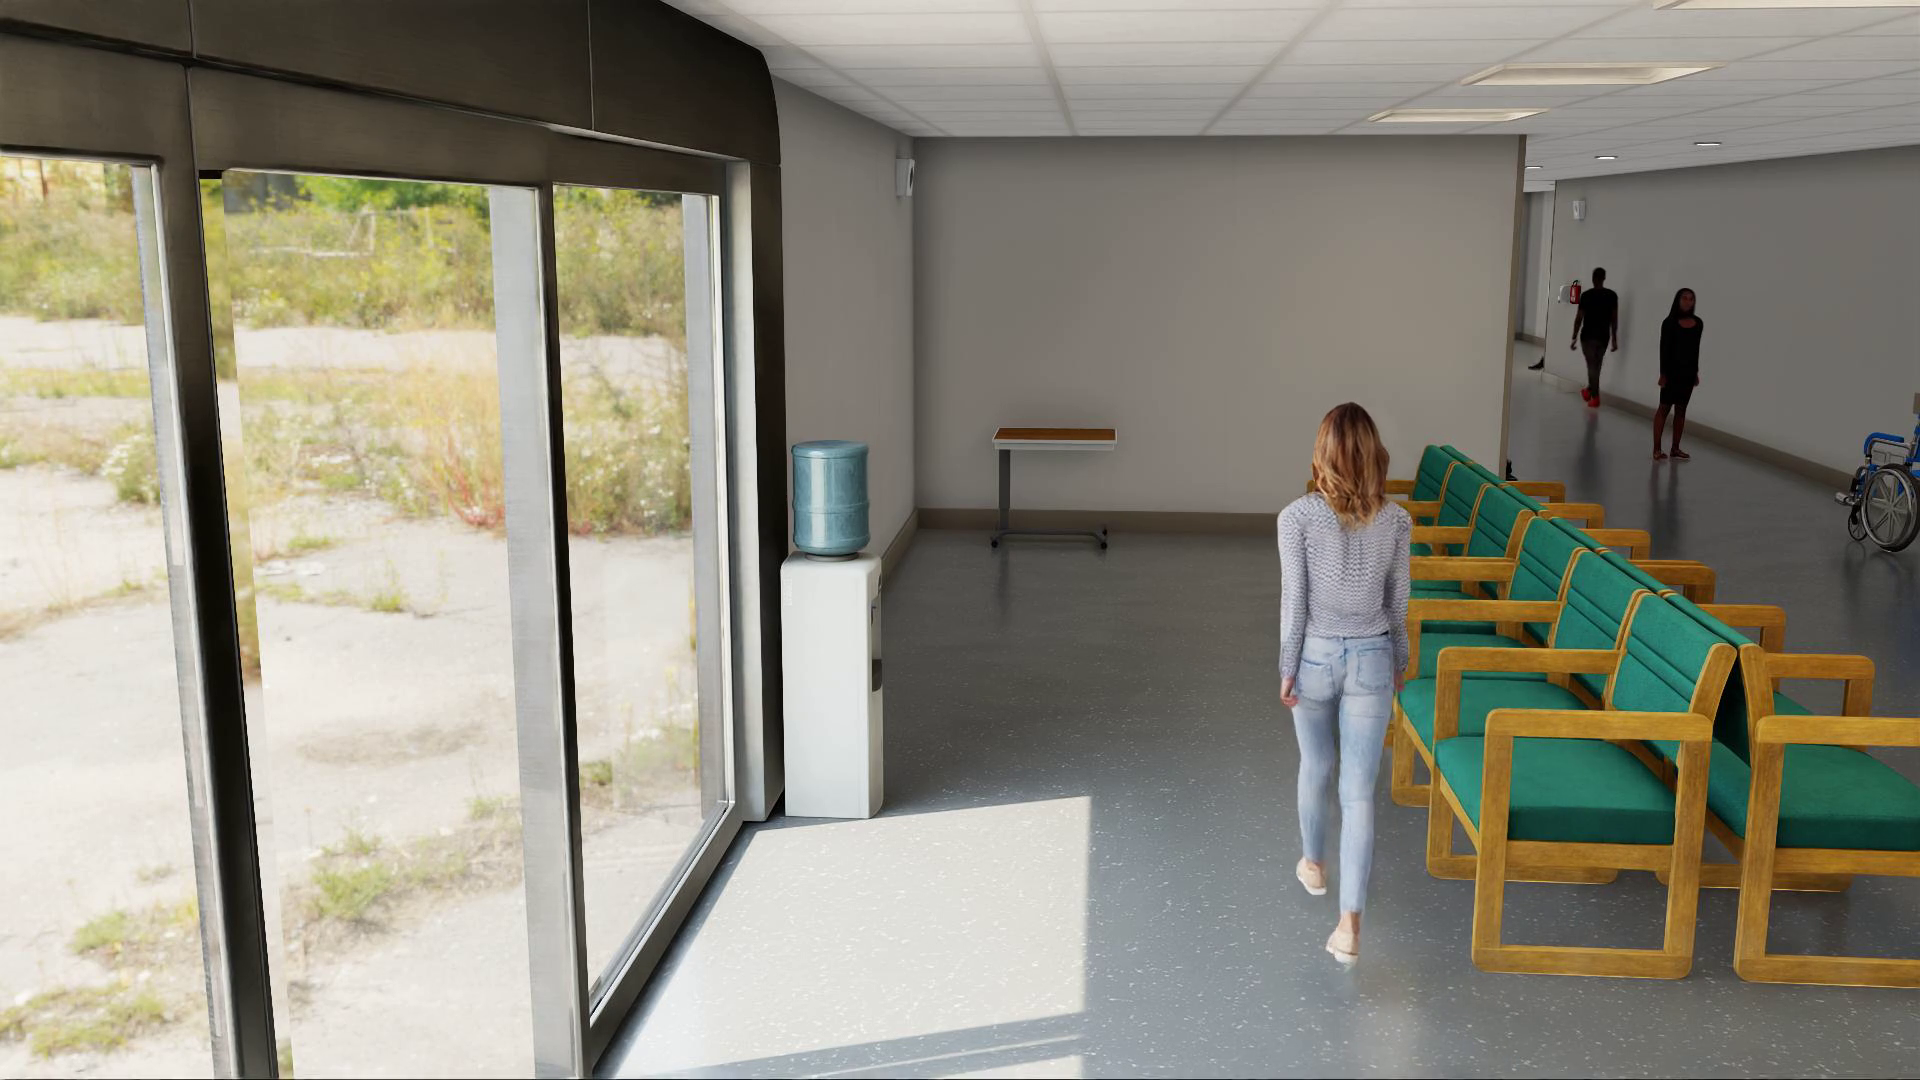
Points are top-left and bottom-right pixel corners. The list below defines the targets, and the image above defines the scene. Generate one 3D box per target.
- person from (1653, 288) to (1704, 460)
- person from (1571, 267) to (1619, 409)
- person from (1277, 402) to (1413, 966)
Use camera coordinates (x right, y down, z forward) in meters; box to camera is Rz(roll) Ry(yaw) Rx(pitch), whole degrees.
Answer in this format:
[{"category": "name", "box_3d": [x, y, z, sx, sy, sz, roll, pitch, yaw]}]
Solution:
[{"category": "person", "box_3d": [7.253, -1.678, 16.789, 0.550, 1.720, 0.729, -3, 11, -14]}, {"category": "person", "box_3d": [8.178, -2.566, 21.333, 1.021, 1.771, 0.765, 1, 11, 3]}, {"category": "person", "box_3d": [1.242, 0.489, 5.306, 1.126, 1.743, 0.652, 1, 11, 4]}]
